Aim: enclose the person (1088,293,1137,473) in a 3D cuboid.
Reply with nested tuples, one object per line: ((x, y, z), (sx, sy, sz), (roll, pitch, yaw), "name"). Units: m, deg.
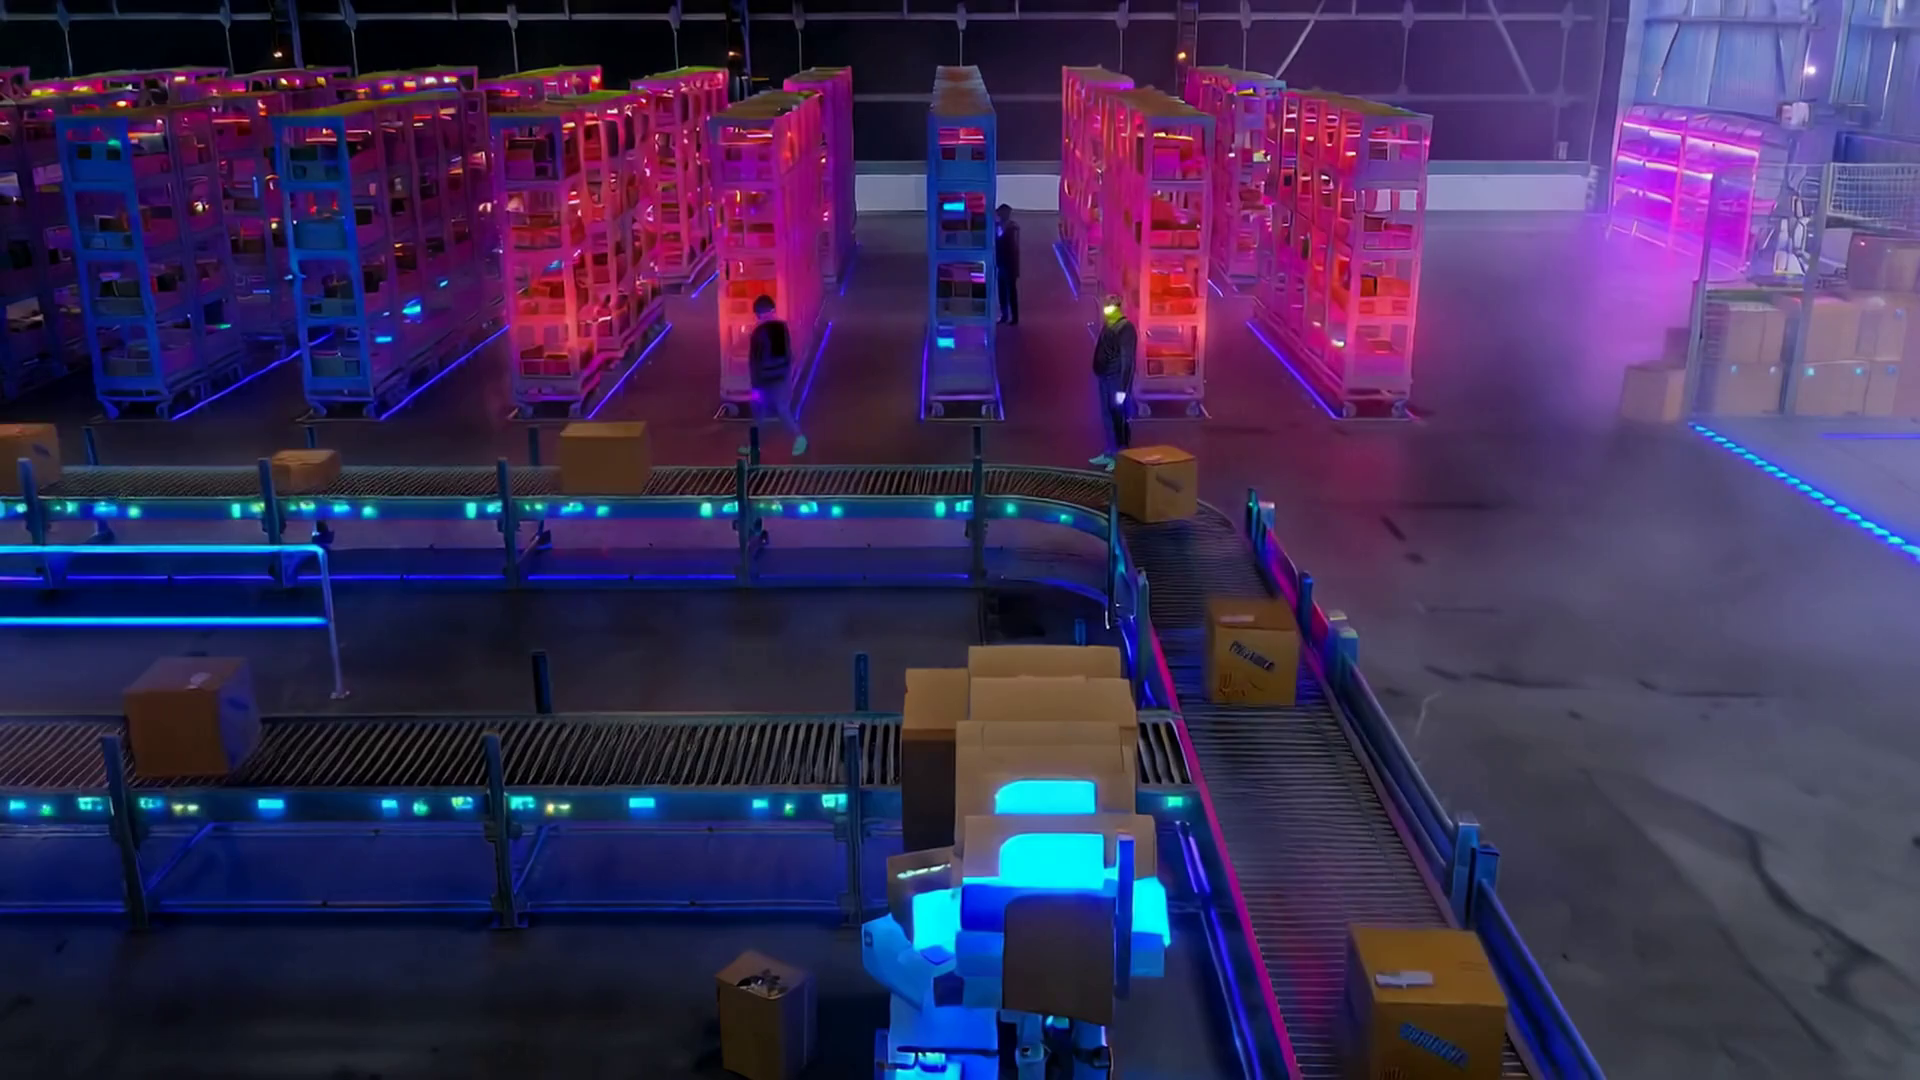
((1.620, -1.676, 17.715), (0.407, 1.910, 0.639), (-5, 19, -15), "person")

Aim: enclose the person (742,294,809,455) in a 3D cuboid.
((-2.069, -1.804, 18.271), (0.795, 1.807, 0.602), (16, 24, 40), "person")

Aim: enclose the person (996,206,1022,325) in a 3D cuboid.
((0.708, -4.274, 25.842), (0.577, 1.831, 0.396), (11, 21, 31), "person")
